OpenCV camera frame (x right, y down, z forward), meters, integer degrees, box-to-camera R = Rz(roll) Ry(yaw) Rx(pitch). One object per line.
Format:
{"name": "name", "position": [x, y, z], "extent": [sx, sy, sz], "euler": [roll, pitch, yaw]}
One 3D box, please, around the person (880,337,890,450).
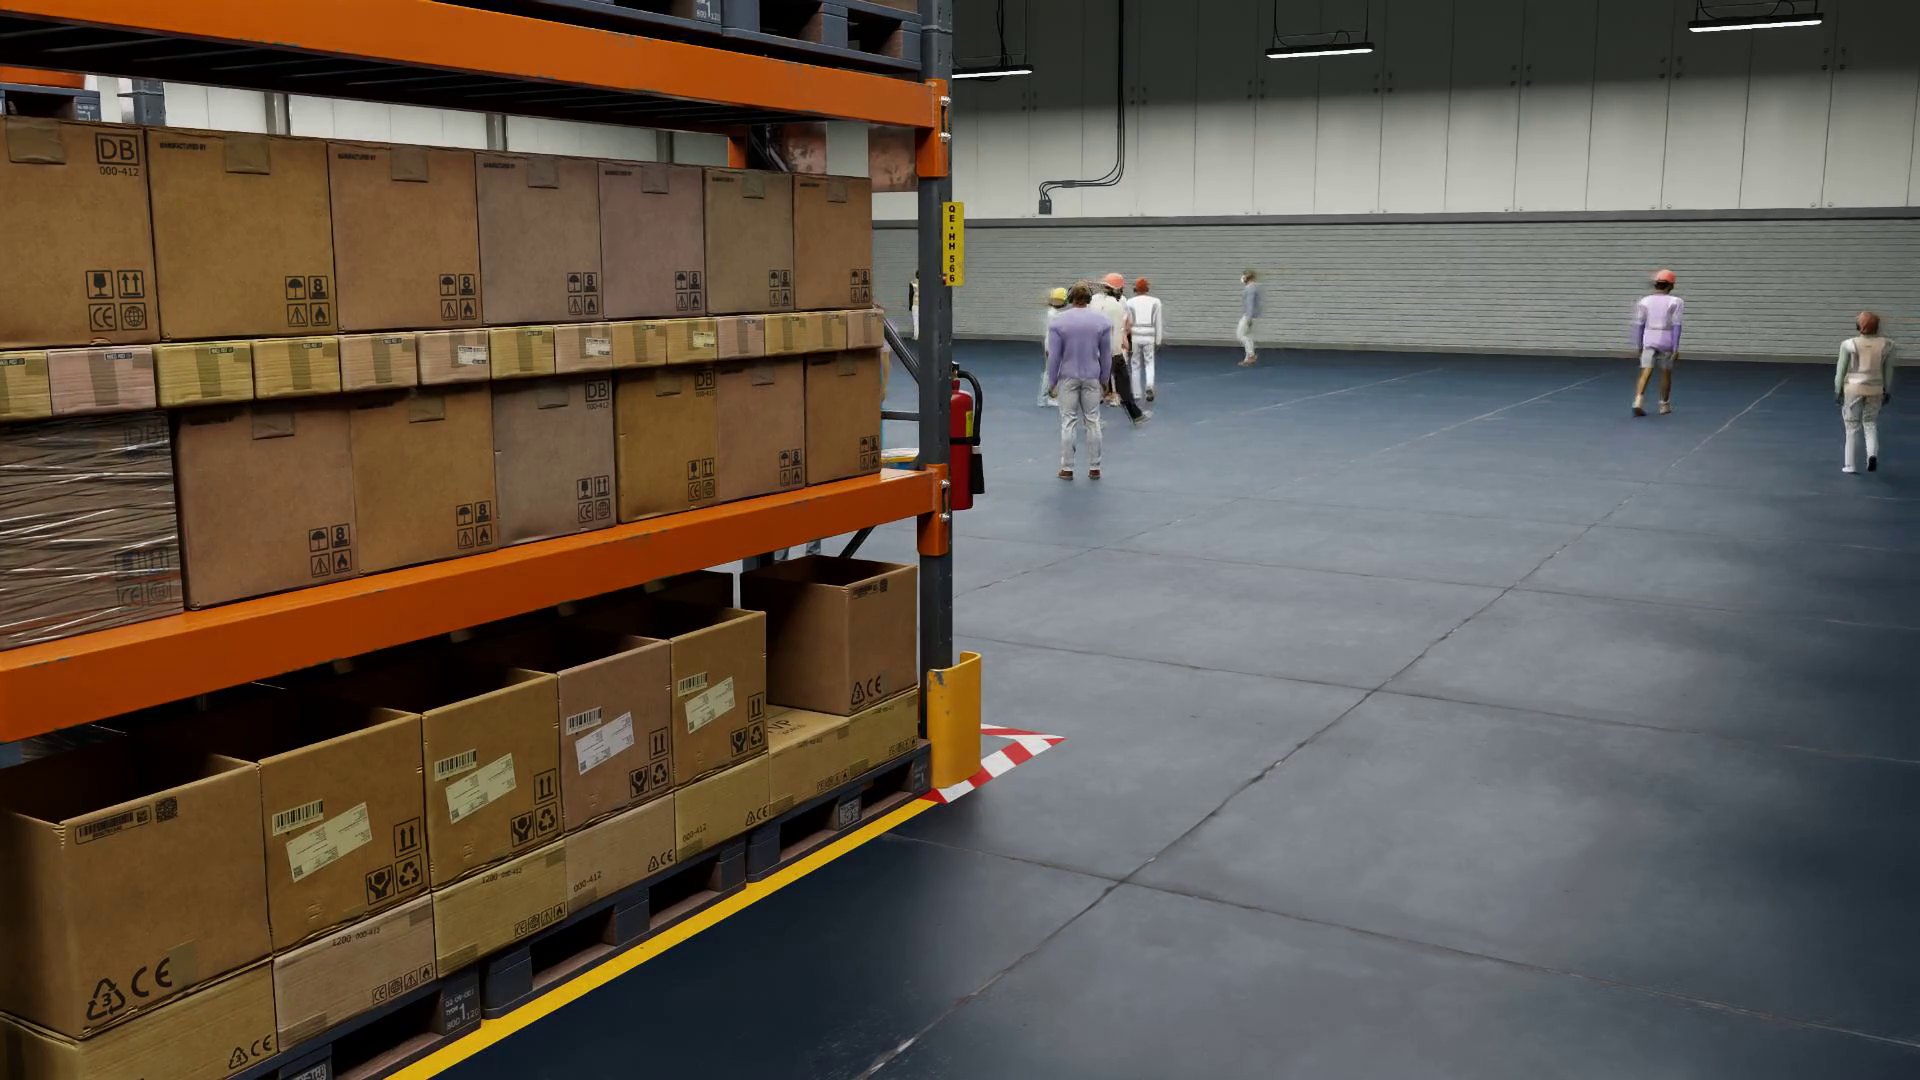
{"name": "person", "position": [-1.004, -1.530, 16.418], "extent": [0.597, 1.820, 0.762], "euler": [5, 11, 27]}

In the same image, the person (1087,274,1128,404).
{"name": "person", "position": [2.190, -2.939, 24.438], "extent": [0.637, 1.911, 0.403], "euler": [5, 11, 26]}

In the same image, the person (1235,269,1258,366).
{"name": "person", "position": [5.673, -4.399, 32.938], "extent": [0.448, 1.919, 0.649], "euler": [2, 10, 9]}

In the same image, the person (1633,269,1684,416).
{"name": "person", "position": [9.523, -2.692, 22.725], "extent": [0.621, 2.006, 1.012], "euler": [9, 13, 42]}

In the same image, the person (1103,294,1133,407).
{"name": "person", "position": [2.251, -2.782, 24.280], "extent": [0.527, 1.644, 0.732], "euler": [2, 10, 12]}

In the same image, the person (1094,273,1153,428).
{"name": "person", "position": [1.992, -2.385, 21.053], "extent": [0.981, 1.946, 0.652], "euler": [-6, 11, -31]}

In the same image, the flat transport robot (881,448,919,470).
{"name": "flat transport robot", "position": [-0.603, -0.776, 16.559], "extent": [1.431, 0.197, 0.652], "euler": [-6, 11, -30]}

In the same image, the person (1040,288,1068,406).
{"name": "person", "position": [1.423, -2.778, 24.038], "extent": [0.616, 1.712, 0.515], "euler": [2, 10, 12]}

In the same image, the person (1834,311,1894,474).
{"name": "person", "position": [8.990, -1.461, 16.575], "extent": [0.534, 1.626, 0.364], "euler": [2, 10, 9]}

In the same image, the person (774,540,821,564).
{"name": "person", "position": [-1.132, -0.557, 11.289], "extent": [0.507, 1.631, 0.266], "euler": [4, 10, 21]}

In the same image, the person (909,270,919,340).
{"name": "person", "position": [-1.043, -6.124, 43.280], "extent": [0.634, 1.841, 0.429], "euler": [-4, 10, -20]}

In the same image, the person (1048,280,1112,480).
{"name": "person", "position": [1.161, -1.547, 16.193], "extent": [0.633, 1.938, 0.356], "euler": [-1, 10, -7]}

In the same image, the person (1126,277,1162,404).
{"name": "person", "position": [2.664, -2.917, 24.400], "extent": [0.593, 1.872, 0.464], "euler": [0, 10, -2]}
